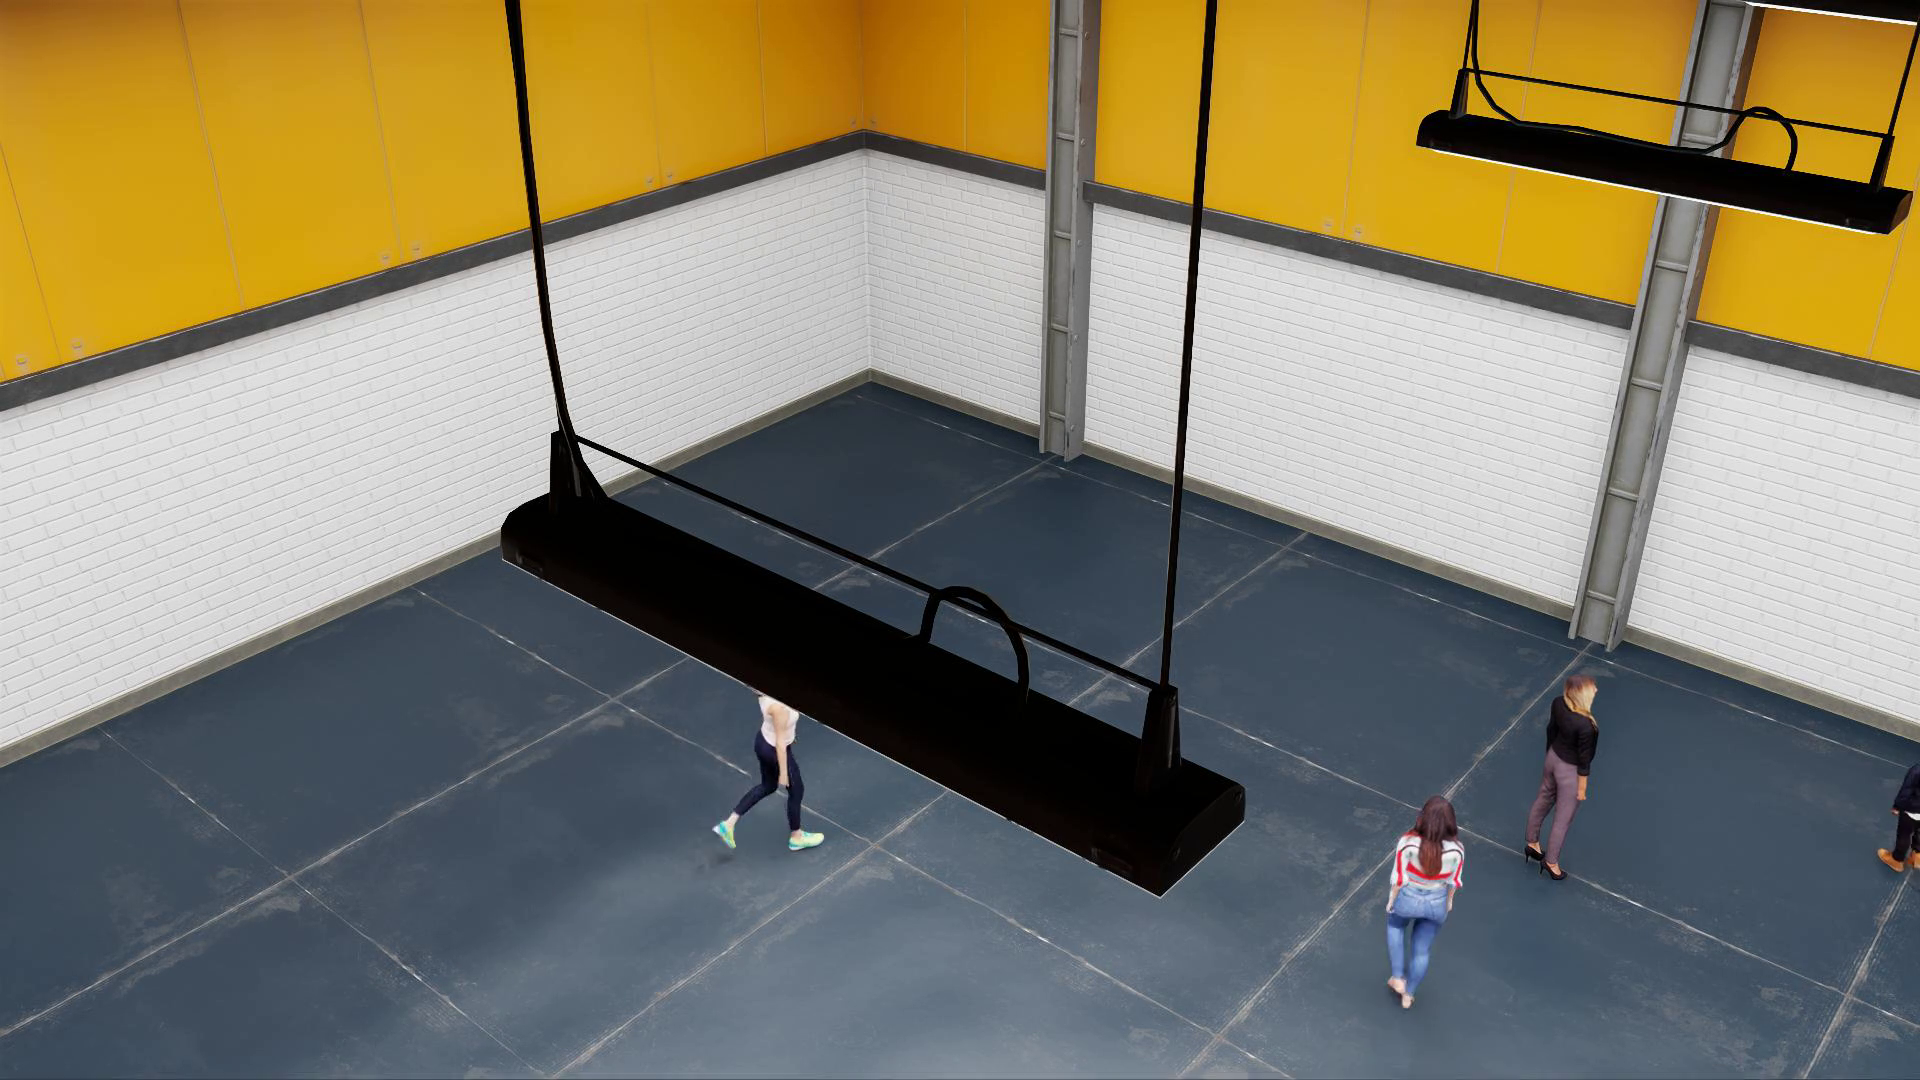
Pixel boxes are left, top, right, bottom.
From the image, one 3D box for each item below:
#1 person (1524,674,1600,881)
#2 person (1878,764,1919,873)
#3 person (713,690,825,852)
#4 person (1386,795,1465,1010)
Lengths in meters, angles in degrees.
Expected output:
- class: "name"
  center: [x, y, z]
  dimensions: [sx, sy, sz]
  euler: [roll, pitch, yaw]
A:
- class: "person"
  center: [4.261, 1.658, 11.765]
  dimensions: [0.742, 1.671, 0.643]
  euler: [-8, 30, -14]
- class: "person"
  center: [6.865, 1.882, 11.825]
  dimensions: [0.619, 1.219, 0.670]
  euler: [-7, 29, -12]
- class: "person"
  center: [-1.407, 1.565, 11.924]
  dimensions: [0.957, 1.681, 1.060]
  euler: [-11, 31, -20]
- class: "person"
  center: [2.934, 2.349, 10.565]
  dimensions: [0.658, 1.606, 0.764]
  euler: [5, 29, 8]
